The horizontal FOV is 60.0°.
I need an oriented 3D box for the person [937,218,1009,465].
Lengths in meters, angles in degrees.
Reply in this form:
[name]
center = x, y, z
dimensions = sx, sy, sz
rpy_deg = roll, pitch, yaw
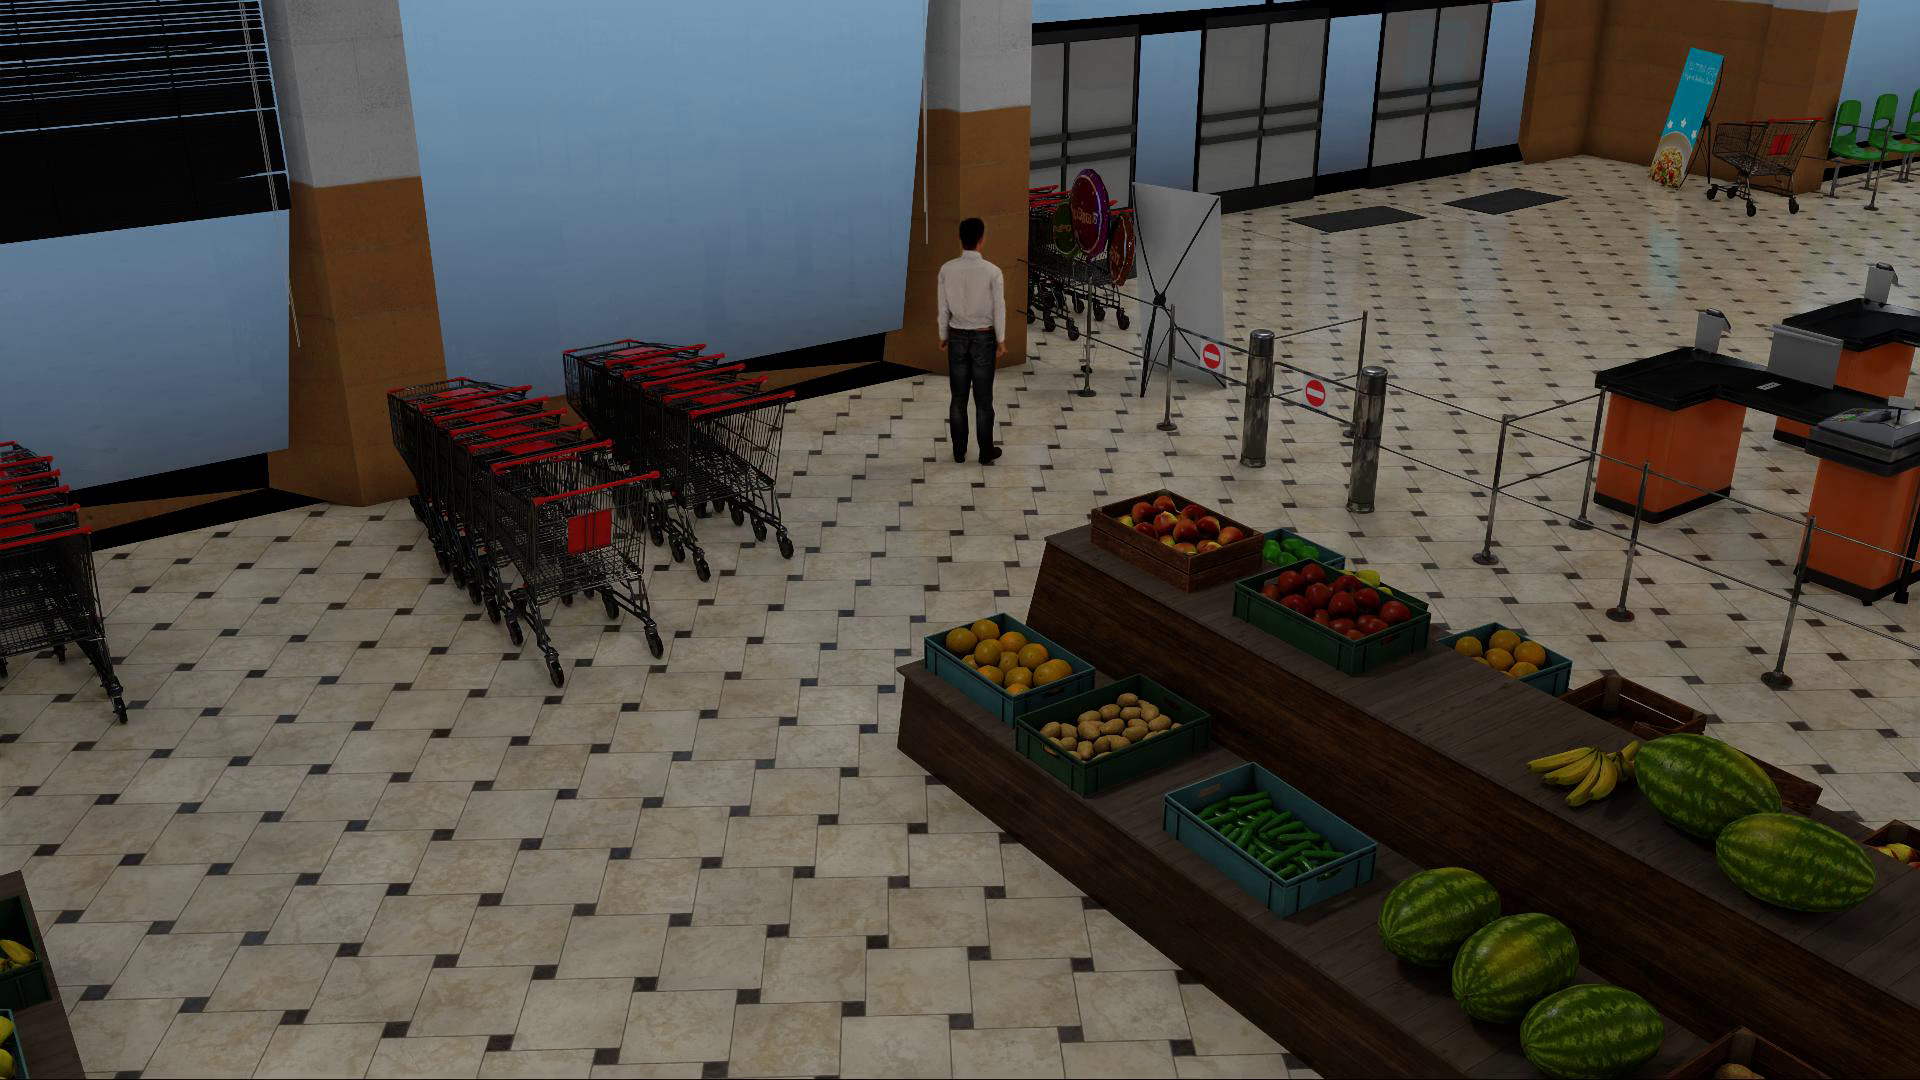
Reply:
[person]
center = 0.083, -1.441, 12.133
dimensions = 0.712, 1.805, 0.800
rpy_deg = 7, 25, 15
